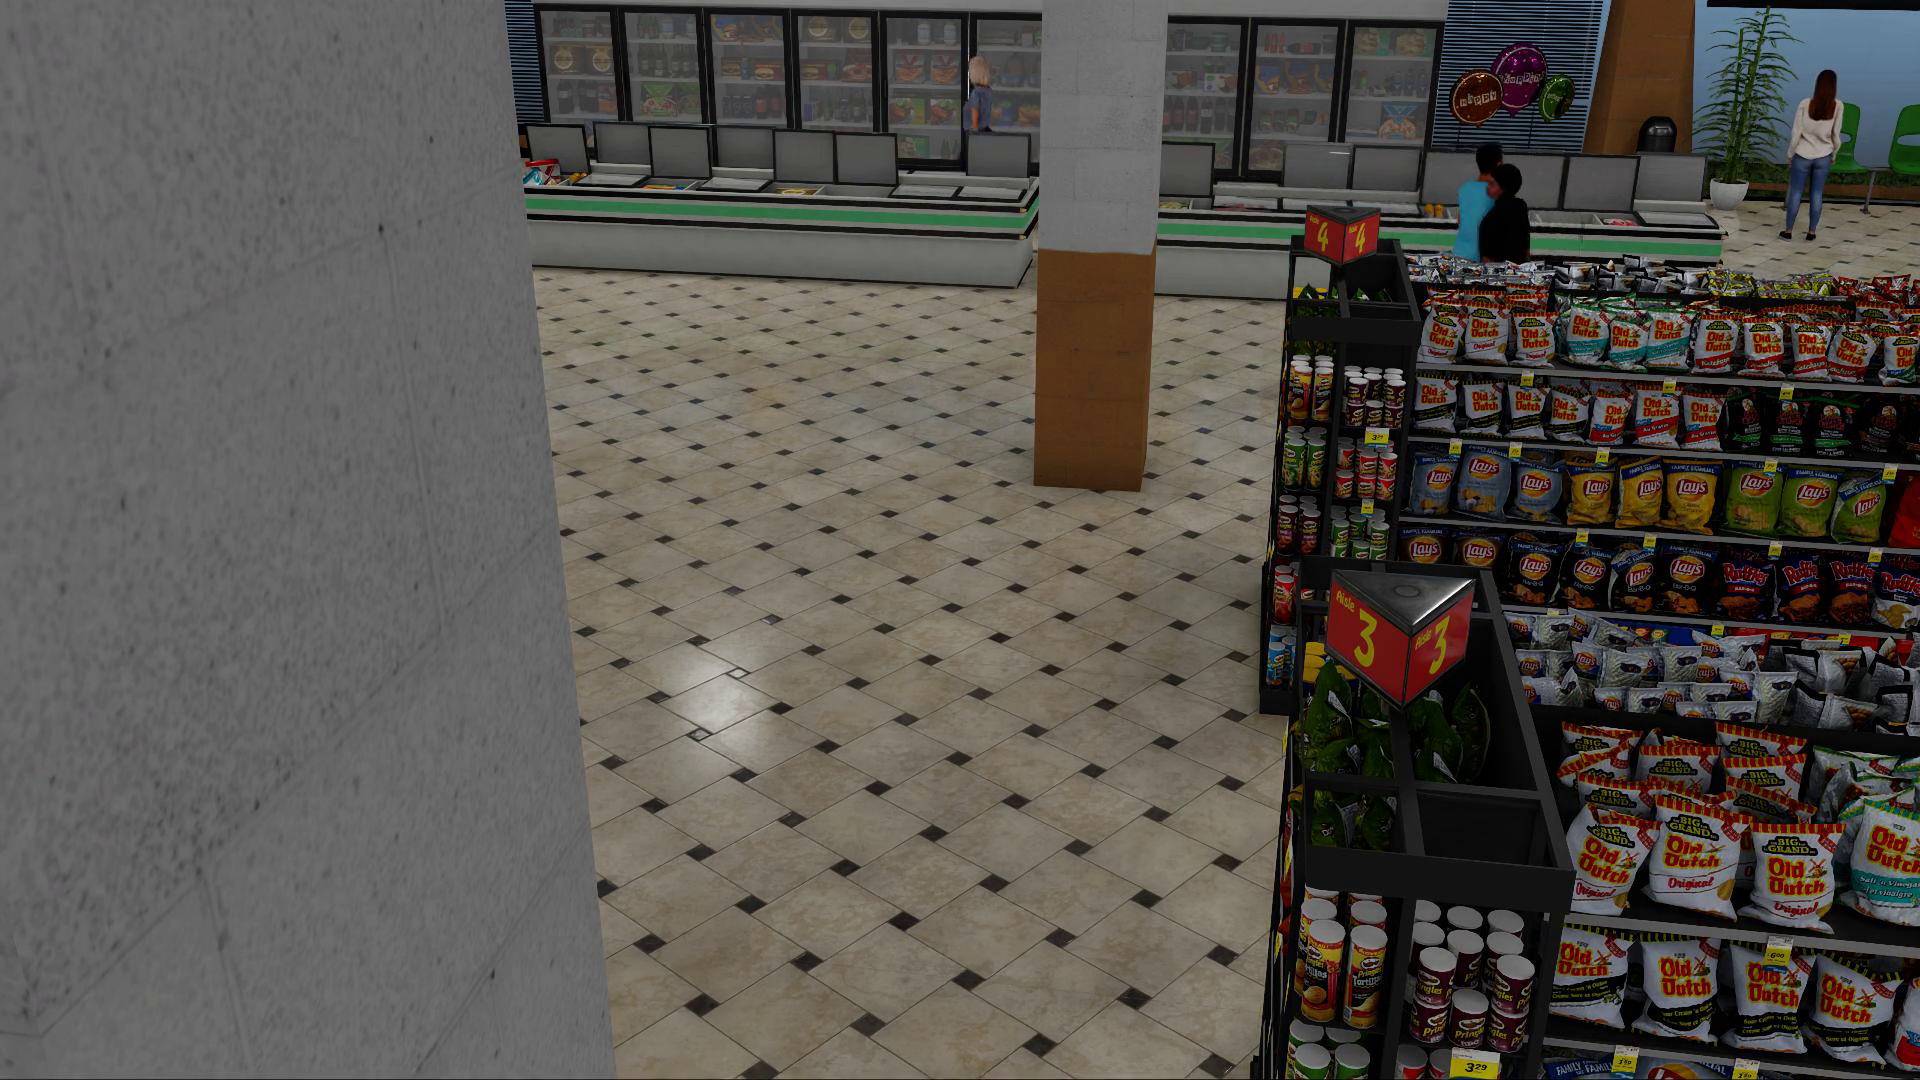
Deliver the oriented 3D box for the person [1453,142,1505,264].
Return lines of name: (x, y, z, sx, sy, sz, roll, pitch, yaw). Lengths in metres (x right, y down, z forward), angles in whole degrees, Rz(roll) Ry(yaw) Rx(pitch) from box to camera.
person: (3.837, -2.085, 12.627, 1.194, 1.725, 1.127, -15, 28, -31)

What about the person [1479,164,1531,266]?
person: (4.094, -1.938, 12.369, 0.880, 1.662, 0.902, -13, 27, -26)

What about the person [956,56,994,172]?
person: (0.278, -4.154, 17.383, 0.879, 1.703, 0.746, 11, 26, 23)

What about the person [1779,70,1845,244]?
person: (8.563, -3.849, 16.696, 0.543, 1.694, 0.713, 8, 25, 18)
